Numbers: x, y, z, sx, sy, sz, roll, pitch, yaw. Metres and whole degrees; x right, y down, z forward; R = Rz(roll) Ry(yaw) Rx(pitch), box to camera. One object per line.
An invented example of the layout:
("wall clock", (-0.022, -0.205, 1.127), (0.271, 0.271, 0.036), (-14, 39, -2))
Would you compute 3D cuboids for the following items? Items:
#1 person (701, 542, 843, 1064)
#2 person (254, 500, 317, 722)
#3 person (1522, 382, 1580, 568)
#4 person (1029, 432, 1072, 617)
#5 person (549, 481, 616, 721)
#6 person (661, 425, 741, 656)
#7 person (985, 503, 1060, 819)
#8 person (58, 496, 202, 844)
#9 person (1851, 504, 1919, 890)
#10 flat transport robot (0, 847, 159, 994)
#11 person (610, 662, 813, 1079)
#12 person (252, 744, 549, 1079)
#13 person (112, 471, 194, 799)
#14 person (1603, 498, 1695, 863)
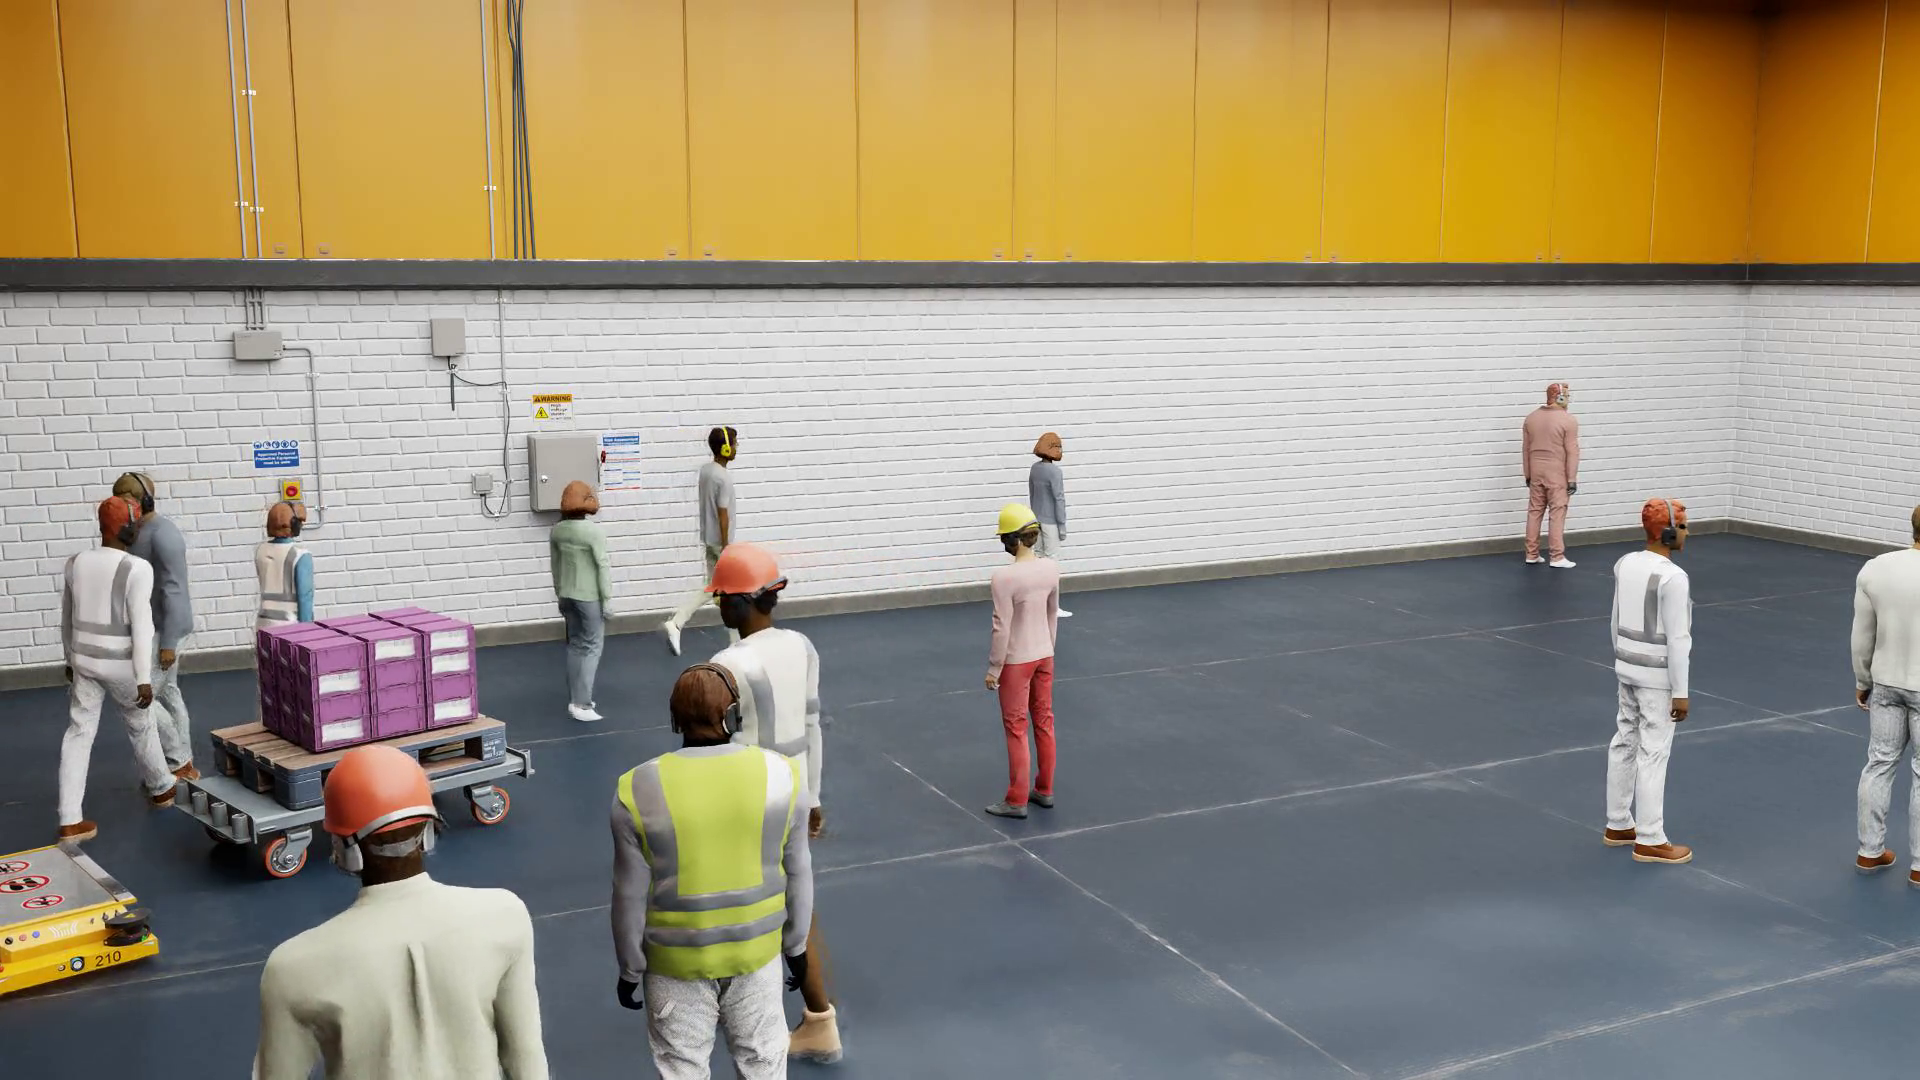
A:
("person", (-0.870, 1.004, 6.480), (1.016, 1.992, 0.622), (4, 10, 22))
("person", (-4.160, 0.565, 10.351), (0.530, 1.619, 0.532), (4, 10, 25))
("person", (6.106, -0.668, 17.140), (0.399, 1.905, 0.643), (-6, 11, -32))
("person", (0.782, -0.135, 14.668), (0.289, 1.634, 0.499), (-5, 10, -28))
("person", (-2.582, 0.430, 11.295), (0.520, 1.650, 0.333), (6, 11, 34))
("person", (-1.948, 0.022, 13.041), (0.761, 1.852, 0.529), (-6, 11, -34))
("person", (0.340, 0.671, 9.275), (0.320, 1.763, 0.522), (8, 12, 42))
("person", (-4.612, 0.675, 9.038), (0.705, 1.827, 0.995), (2, 9, 14))
("person", (4.735, 0.750, 8.237), (0.351, 1.936, 0.635), (-6, 11, -32))
("flat transport robot", (-4.243, 1.683, 7.599), (0.652, 0.197, 1.431), (-8, 12, -42))
("person", (-0.773, 1.288, 5.201), (0.633, 1.839, 0.429), (-3, 10, -19))
("person", (-1.343, 1.429, 3.930), (0.648, 1.959, 0.829), (-6, 11, -35))
("person", (-4.645, 0.550, 9.538), (0.475, 1.920, 0.679), (-8, 12, -41))
("person", (3.579, 0.718, 8.602), (0.355, 1.883, 0.575), (-2, 9, -10))
